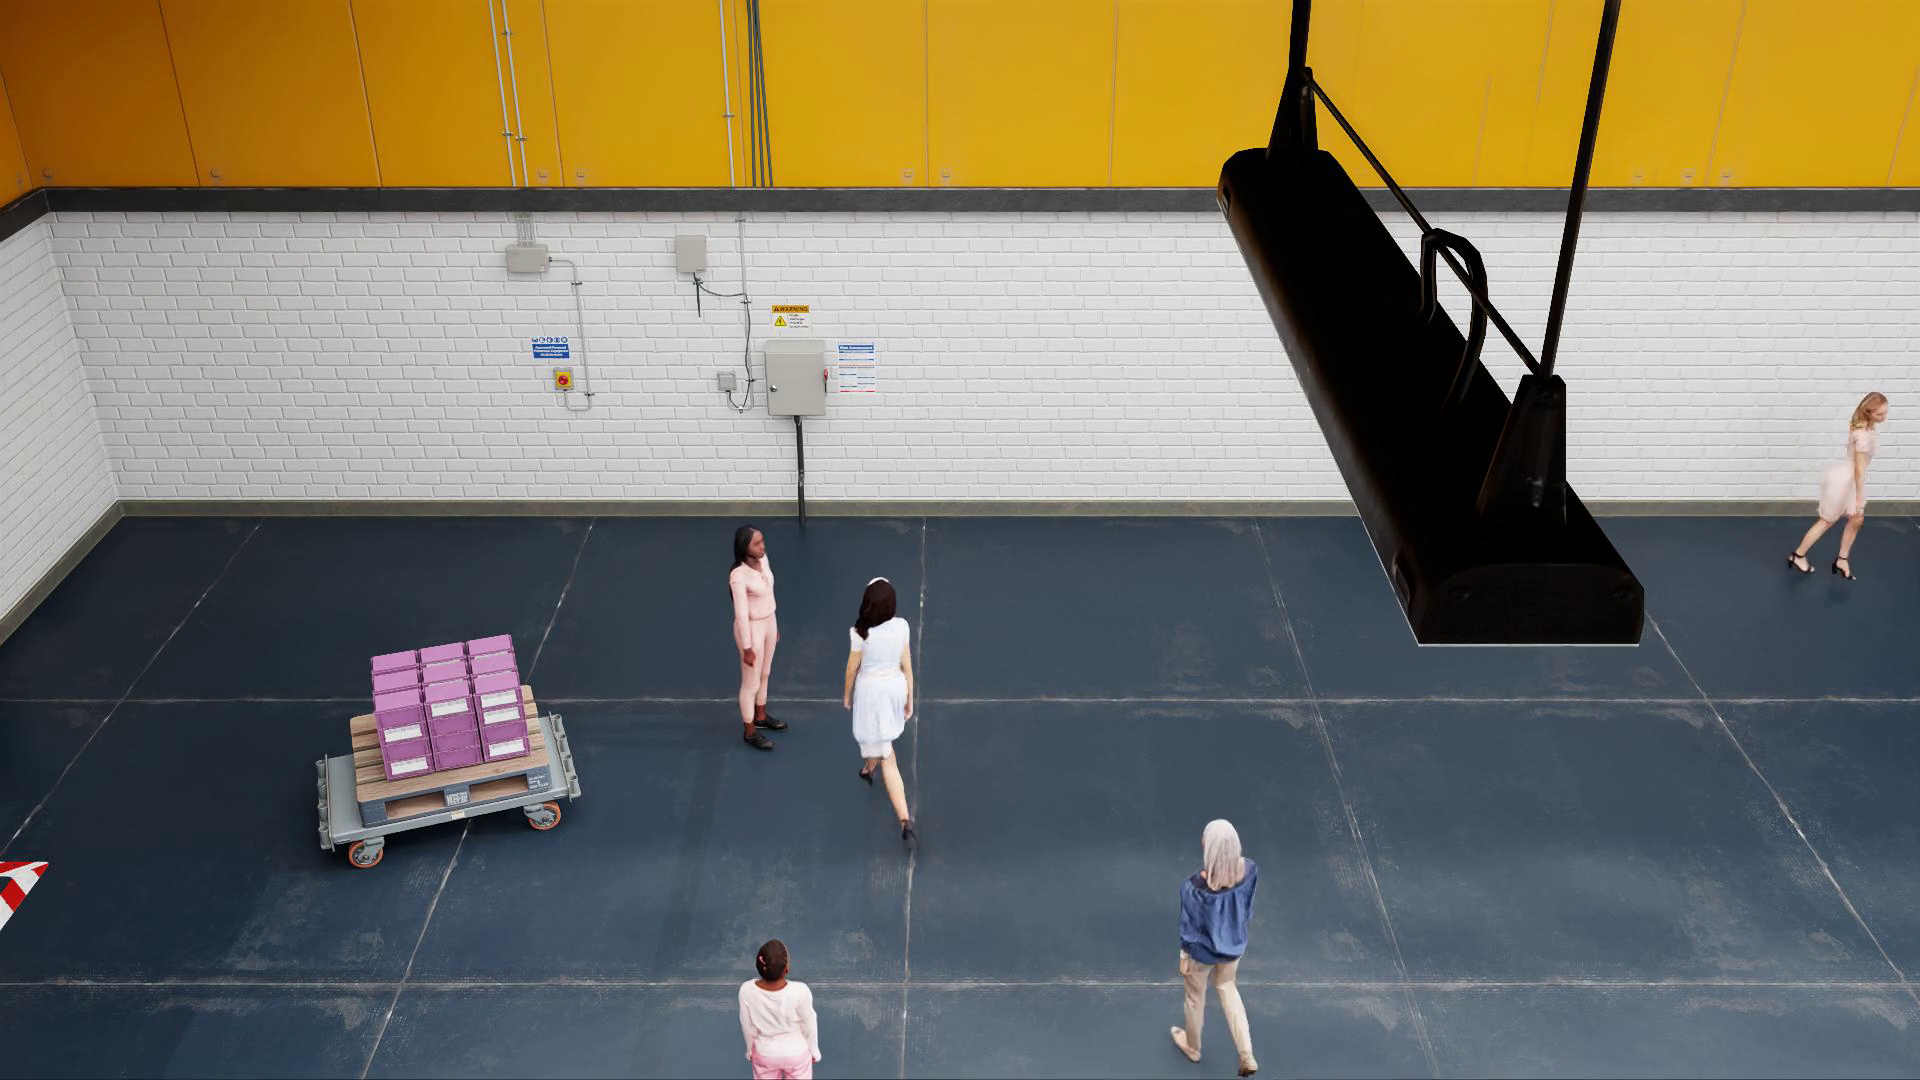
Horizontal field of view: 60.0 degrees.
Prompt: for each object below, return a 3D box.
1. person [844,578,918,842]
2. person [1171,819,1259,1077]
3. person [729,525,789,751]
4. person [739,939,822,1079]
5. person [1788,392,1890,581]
[{"bbox_3d":[-0.473,1.140,10.805,0.939,1.765,1.284,-11,31,-20],"label":"person"},{"bbox_3d":[1.405,2.231,8.888,0.835,1.685,0.994,-13,31,-22],"label":"person"},{"bbox_3d":[-1.445,0.666,11.720,0.741,1.721,0.587,9,30,17],"label":"person"},{"bbox_3d":[-0.911,2.593,8.479,0.546,1.443,0.510,2,29,3],"label":"person"},{"bbox_3d":[7.236,-0.466,13.734,0.938,1.780,0.884,13,31,23],"label":"person"}]
